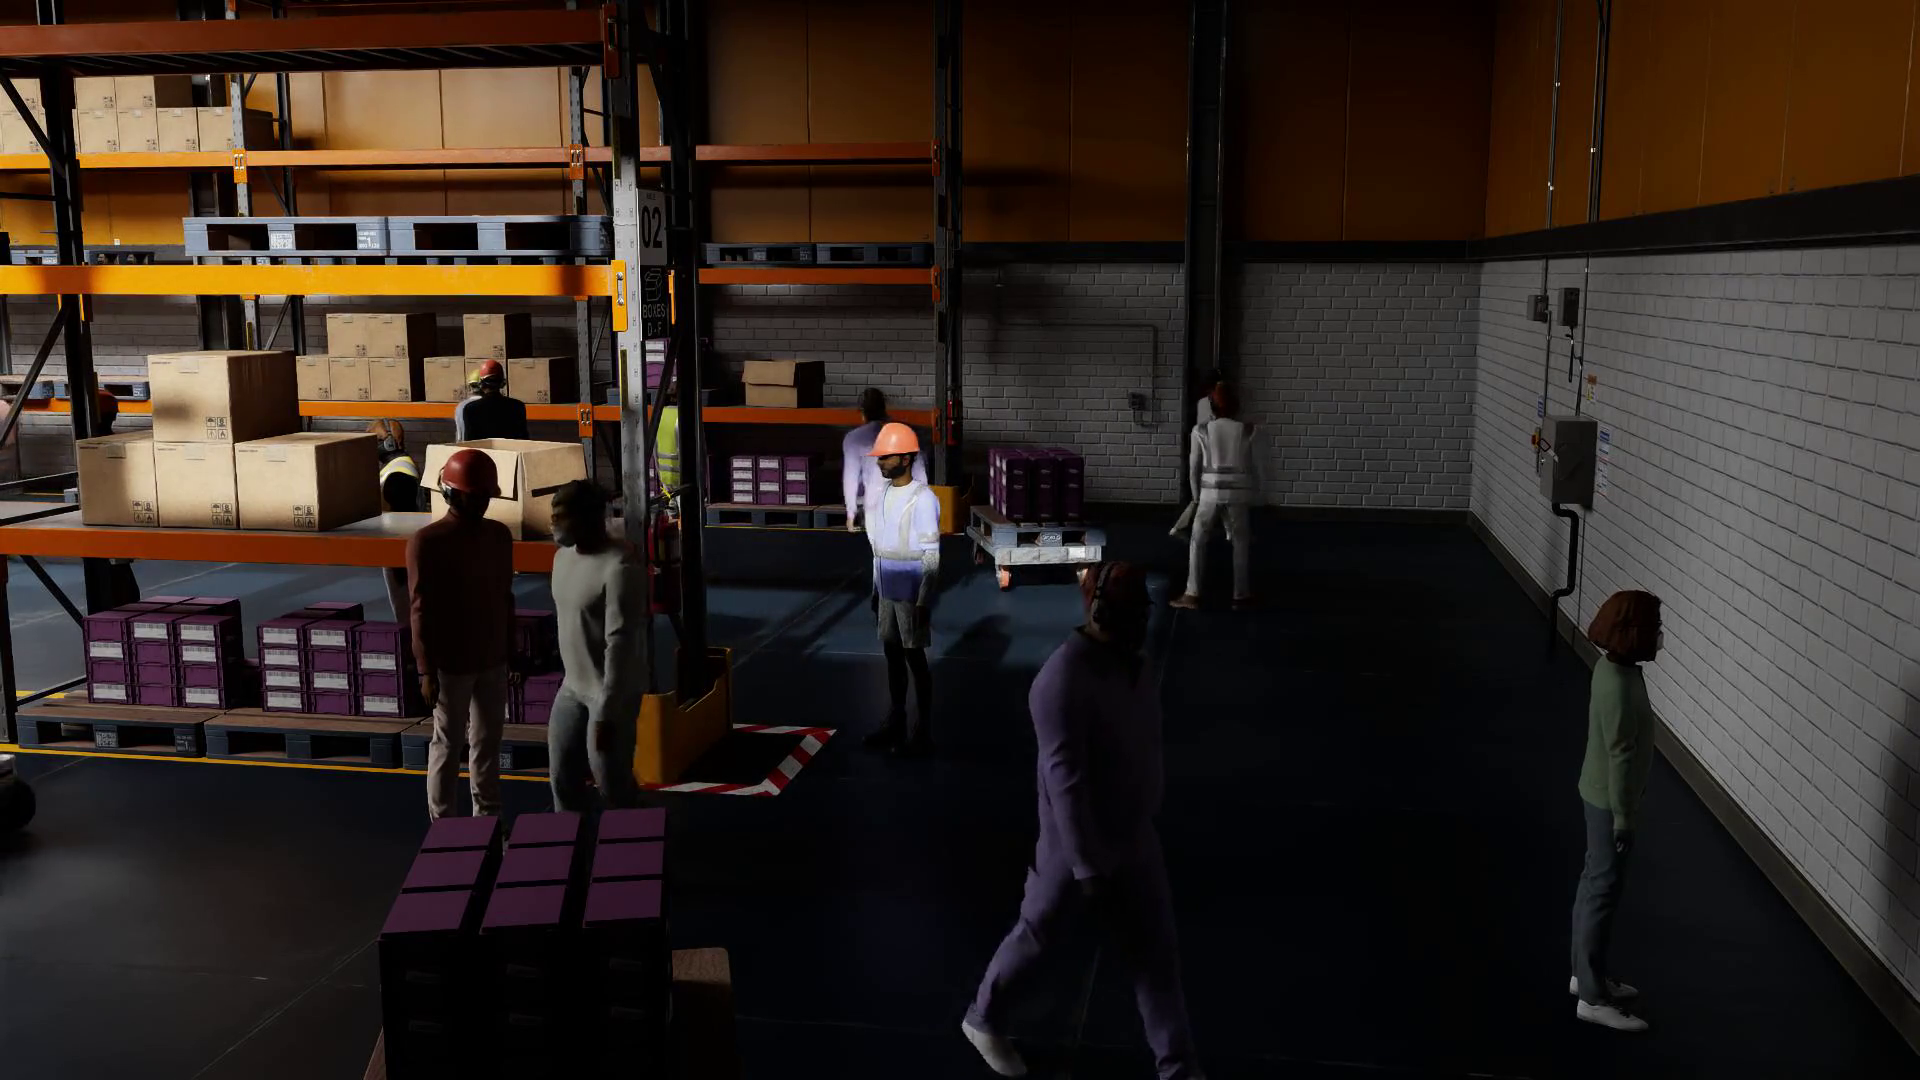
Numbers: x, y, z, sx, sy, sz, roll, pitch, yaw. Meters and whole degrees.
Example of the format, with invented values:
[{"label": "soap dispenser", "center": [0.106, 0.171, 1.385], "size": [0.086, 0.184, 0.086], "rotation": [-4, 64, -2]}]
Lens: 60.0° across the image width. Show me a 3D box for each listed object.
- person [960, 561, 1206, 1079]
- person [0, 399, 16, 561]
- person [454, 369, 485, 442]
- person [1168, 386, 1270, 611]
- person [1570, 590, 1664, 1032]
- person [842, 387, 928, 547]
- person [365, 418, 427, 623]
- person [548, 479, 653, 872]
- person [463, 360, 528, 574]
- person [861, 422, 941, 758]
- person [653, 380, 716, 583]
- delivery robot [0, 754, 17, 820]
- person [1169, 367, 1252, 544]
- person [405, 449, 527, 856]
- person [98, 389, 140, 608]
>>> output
[{"label": "person", "center": [0.440, 0.979, 5.595], "size": [1.027, 1.860, 0.635], "rotation": [8, 12, 39]}, {"label": "person", "center": [-9.302, -0.677, 15.950], "size": [0.452, 1.824, 0.649], "rotation": [1, 9, 4]}, {"label": "person", "center": [-4.814, -0.821, 16.860], "size": [0.623, 1.820, 0.409], "rotation": [4, 10, 21]}, {"label": "person", "center": [2.154, -0.331, 13.709], "size": [0.845, 1.863, 0.385], "rotation": [1, 9, 6]}, {"label": "person", "center": [2.458, 0.988, 6.213], "size": [0.279, 1.633, 0.500], "rotation": [3, 10, 16]}, {"label": "person", "center": [-0.585, -0.232, 12.953], "size": [0.668, 1.904, 0.534], "rotation": [-4, 10, -26]}, {"label": "person", "center": [-3.762, 0.102, 11.103], "size": [0.428, 1.836, 0.626], "rotation": [-3, 10, -19]}, {"label": "person", "center": [-1.580, 0.683, 7.253], "size": [0.690, 1.908, 0.649], "rotation": [-9, 13, -44]}, {"label": "person", "center": [-4.270, -0.657, 15.305], "size": [0.622, 1.992, 0.396], "rotation": [-7, 11, -37]}, {"label": "person", "center": [-0.352, 0.287, 9.624], "size": [0.356, 1.936, 0.551], "rotation": [-7, 11, -36]}, {"label": "person", "center": [-2.483, -0.525, 14.958], "size": [0.621, 1.844, 0.429], "rotation": [8, 12, 41]}, {"label": "delivery robot", "center": [-5.008, 1.176, 8.097], "size": [0.707, 0.478, 0.477], "rotation": [0, 9, 2]}, {"label": "person", "center": [2.582, -0.859, 17.097], "size": [0.972, 1.833, 0.529], "rotation": [-3, 10, -19]}, {"label": "person", "center": [-2.282, 0.561, 7.775], "size": [0.390, 1.986, 0.609], "rotation": [5, 11, 30]}, {"label": "person", "center": [-6.325, -0.154, 12.347], "size": [0.547, 1.942, 0.350], "rotation": [9, 13, 43]}]
